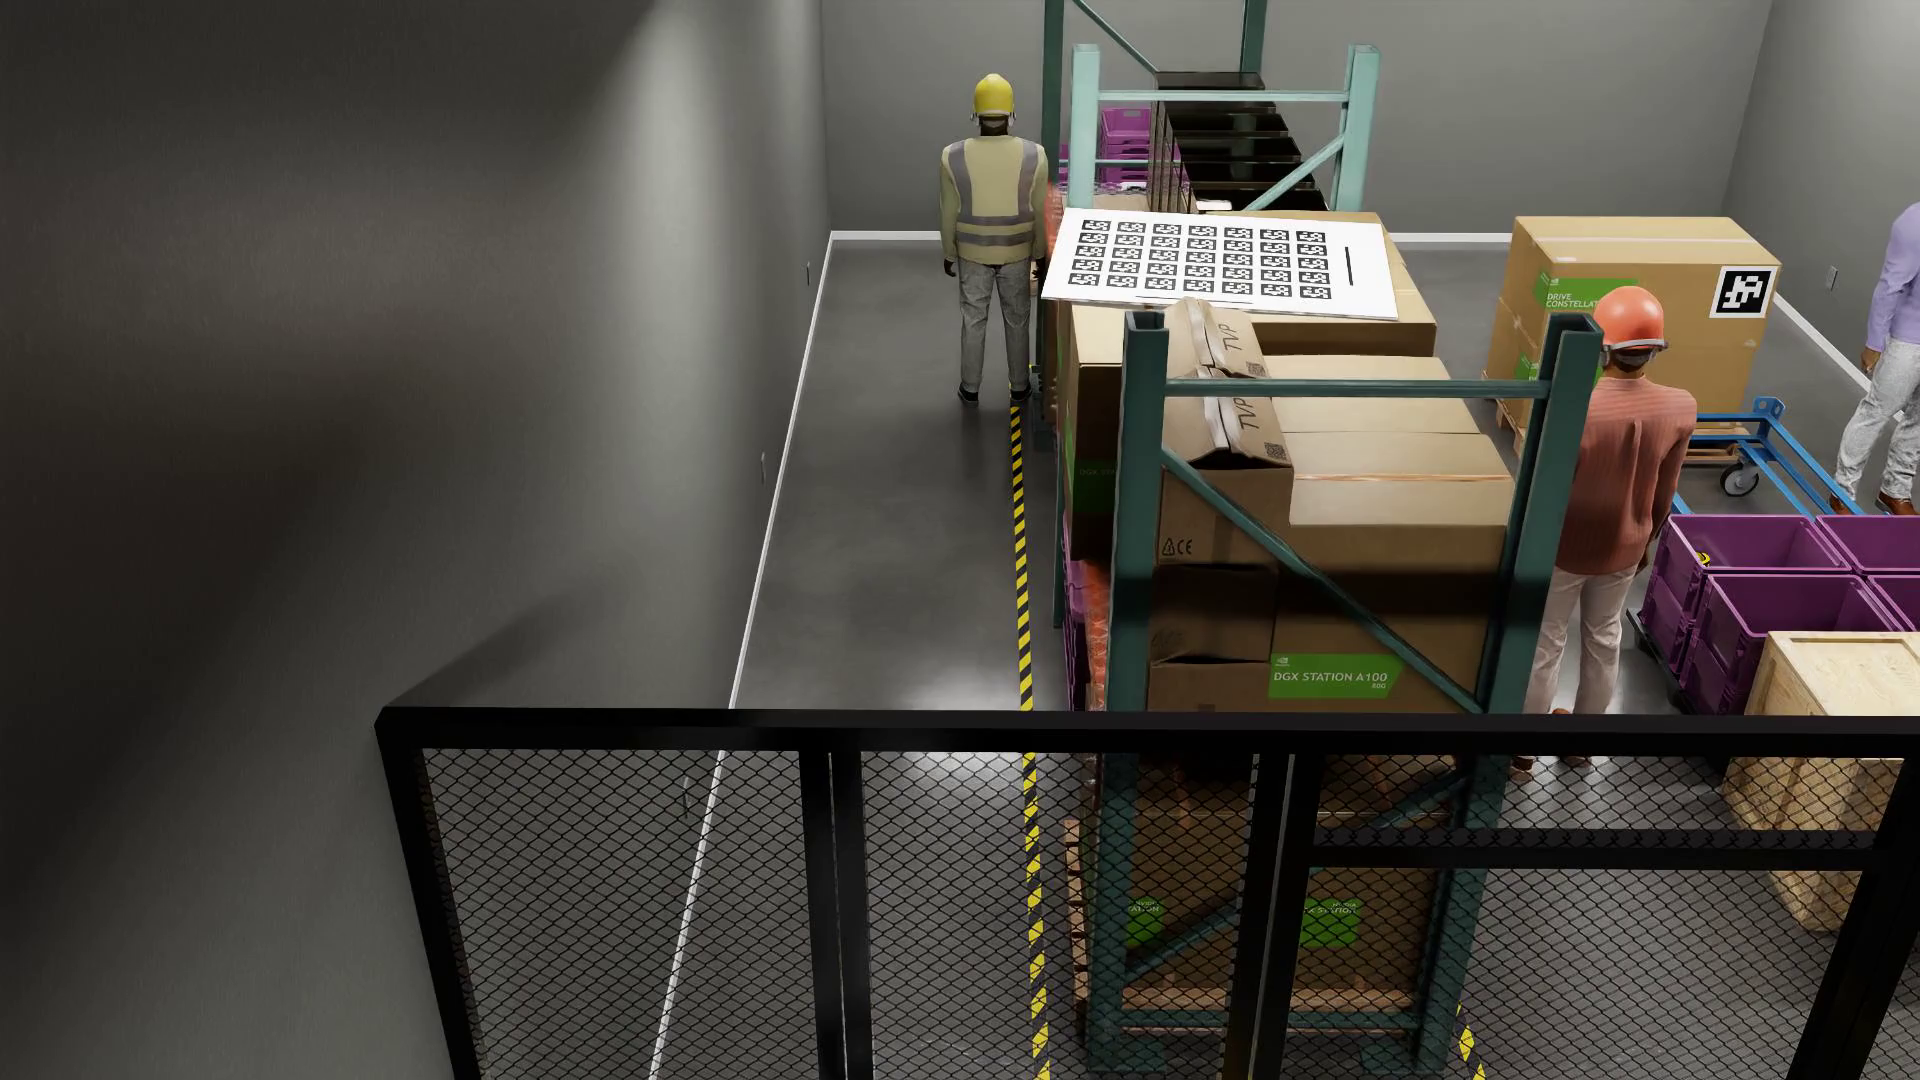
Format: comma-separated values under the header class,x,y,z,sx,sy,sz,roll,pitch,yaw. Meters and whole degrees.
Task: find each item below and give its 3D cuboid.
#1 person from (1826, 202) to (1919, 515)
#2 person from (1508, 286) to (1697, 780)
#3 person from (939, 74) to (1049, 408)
class,x,y,z,sx,sy,sz,roll,pitch,yaw
person,4.534,-0.938,7.772,0.635,1.937,0.352,-1,31,-2
person,2.308,0.010,6.146,0.611,1.993,0.378,-7,32,-12
person,0.186,-1.582,8.941,0.590,1.836,0.404,0,31,-1
